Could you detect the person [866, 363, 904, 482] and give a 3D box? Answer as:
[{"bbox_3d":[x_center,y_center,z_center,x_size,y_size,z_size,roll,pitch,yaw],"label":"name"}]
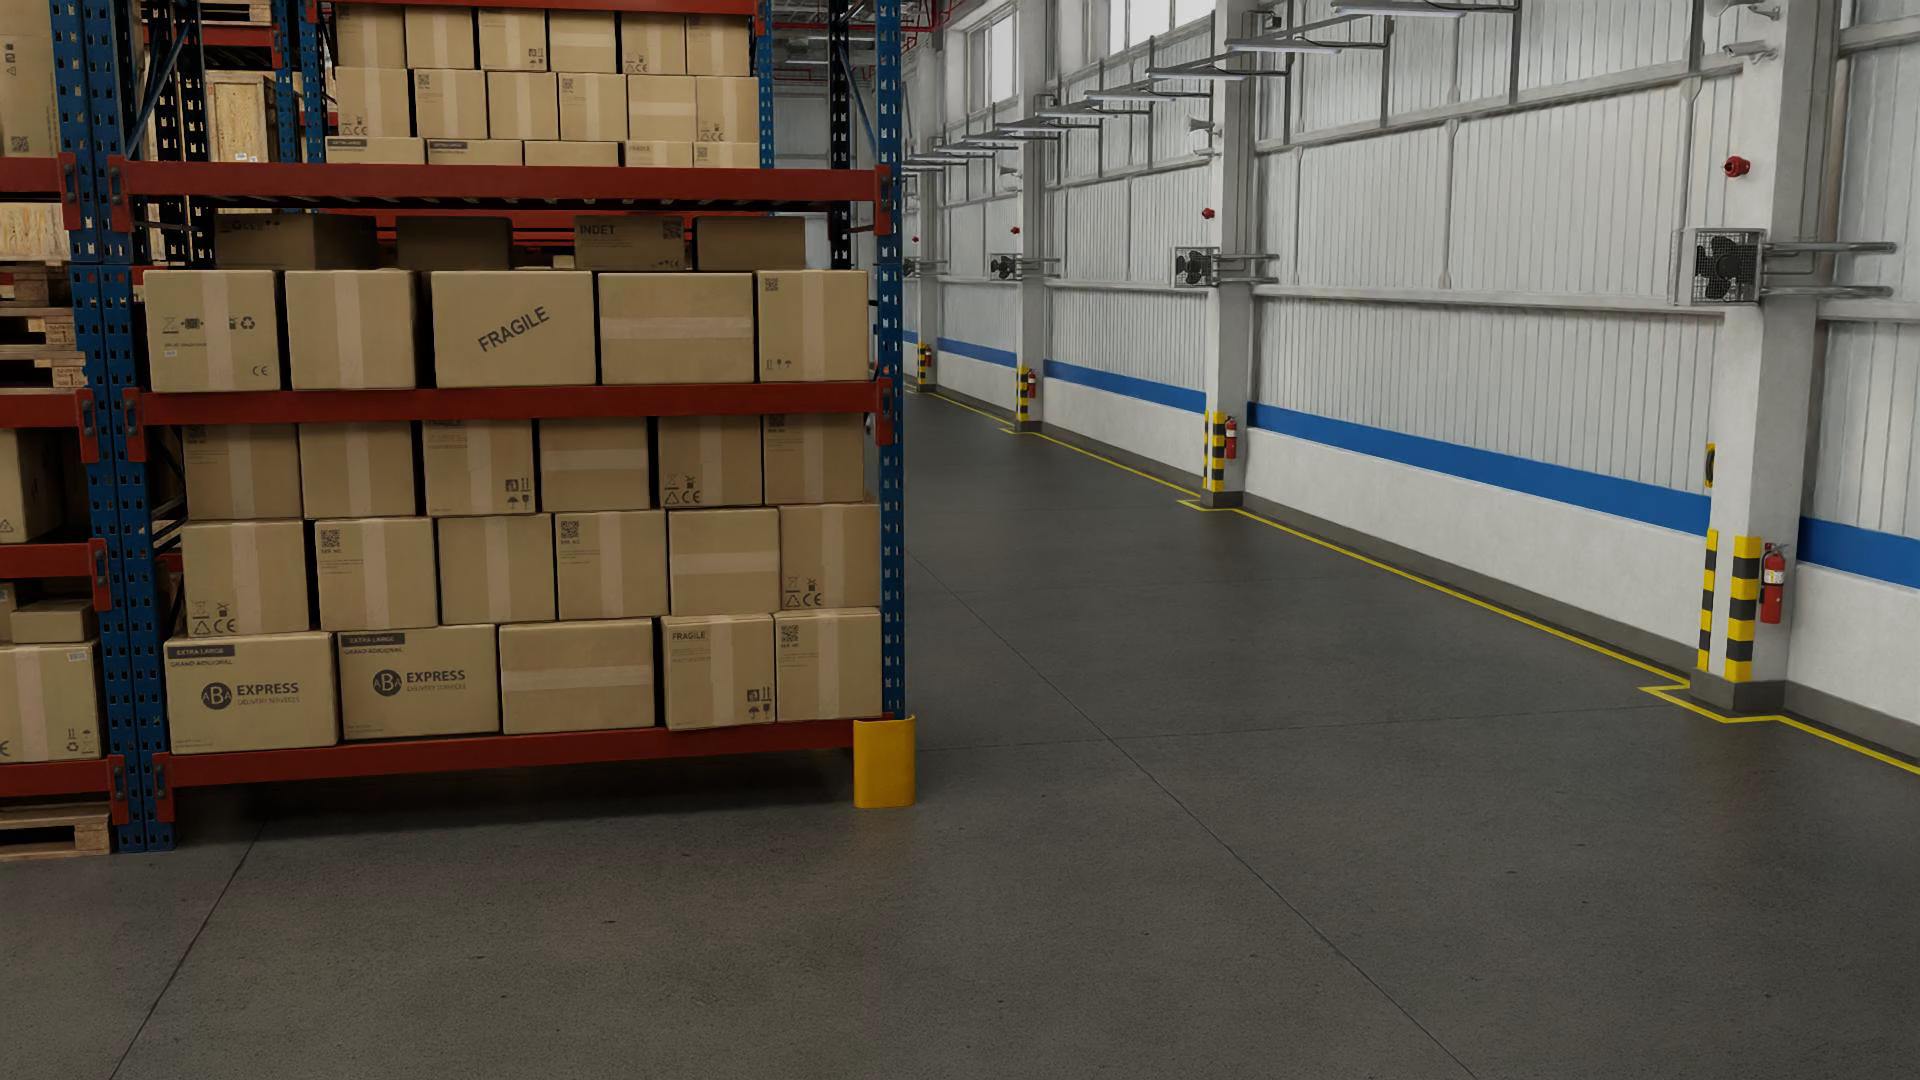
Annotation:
[{"bbox_3d":[-1.096,-1.702,23.655,0.576,1.731,0.583,-4,10,-21],"label":"person"}]
